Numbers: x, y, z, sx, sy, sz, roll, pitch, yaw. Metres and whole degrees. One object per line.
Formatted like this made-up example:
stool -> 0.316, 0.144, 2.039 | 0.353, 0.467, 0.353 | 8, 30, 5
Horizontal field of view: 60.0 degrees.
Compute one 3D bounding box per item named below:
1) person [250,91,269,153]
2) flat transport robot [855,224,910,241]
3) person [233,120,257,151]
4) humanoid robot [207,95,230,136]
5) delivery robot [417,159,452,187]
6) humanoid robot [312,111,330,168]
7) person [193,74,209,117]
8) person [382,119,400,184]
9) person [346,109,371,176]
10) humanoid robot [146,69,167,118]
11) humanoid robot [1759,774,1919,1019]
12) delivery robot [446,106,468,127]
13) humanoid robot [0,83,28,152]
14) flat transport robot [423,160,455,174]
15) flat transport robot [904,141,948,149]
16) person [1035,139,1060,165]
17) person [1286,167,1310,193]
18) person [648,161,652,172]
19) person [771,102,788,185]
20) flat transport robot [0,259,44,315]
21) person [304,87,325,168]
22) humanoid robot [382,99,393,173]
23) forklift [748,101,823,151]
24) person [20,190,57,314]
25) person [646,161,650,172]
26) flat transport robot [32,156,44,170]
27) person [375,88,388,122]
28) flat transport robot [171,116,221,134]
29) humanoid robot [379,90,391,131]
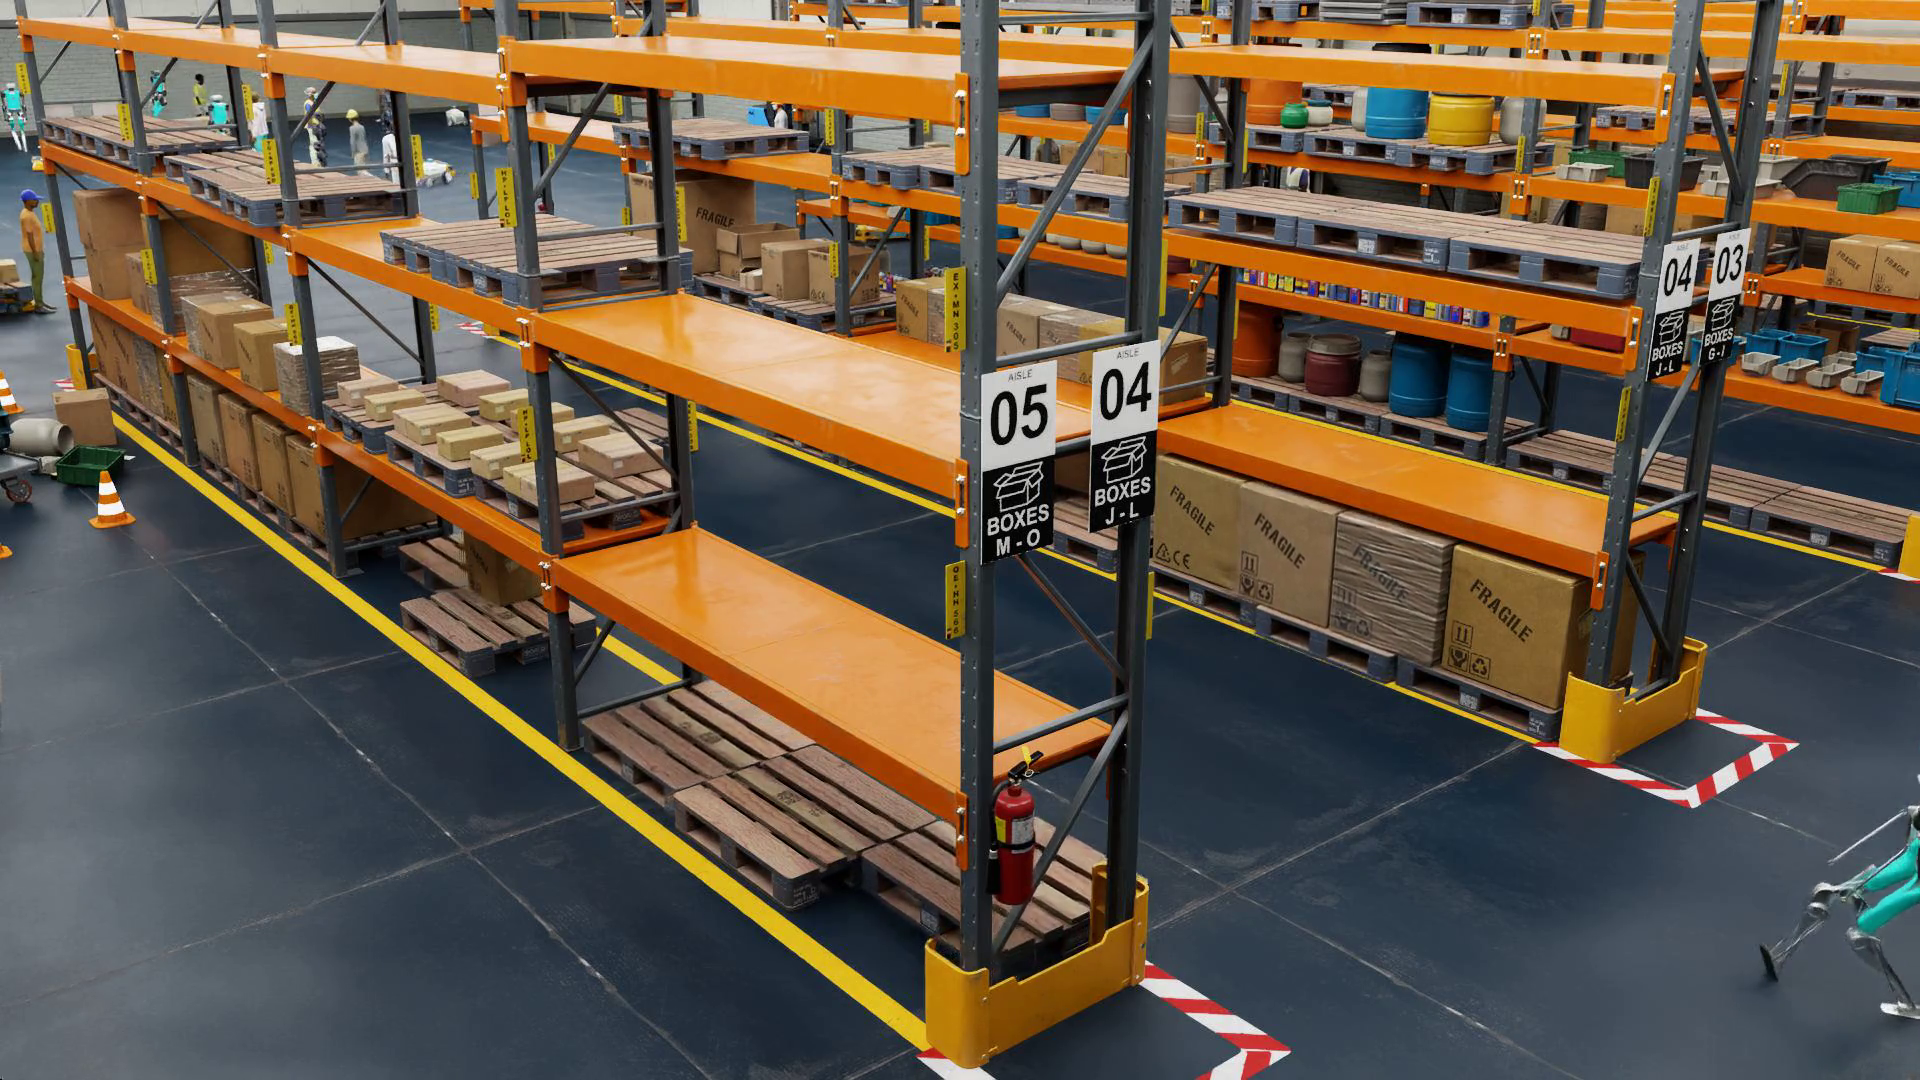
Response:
person -> -15.700, -9.061, 37.271 | 0.352, 1.908, 0.548 | 4, 20, 10
flat transport robot -> -1.235, -5.464, 29.487 | 1.431, 0.231, 0.659 | -3, 20, -9
person -> -18.285, -10.767, 42.283 | 0.935, 1.786, 0.728 | 10, 22, 26
humanoid robot -> -17.151, -9.277, 38.310 | 0.712, 1.909, 0.543 | 11, 22, 29
delivery robot -> -11.523, -8.014, 36.336 | 0.499, 0.610, 0.788 | 7, 21, 19
humanoid robot -> -13.599, -8.303, 35.438 | 0.321, 1.648, 0.598 | -8, 21, -21
person -> -21.191, -12.175, 46.477 | 0.676, 1.659, 0.546 | 4, 20, 12
person -> -10.595, -7.031, 31.523 | 0.587, 1.878, 0.358 | -6, 20, -18
person -> -12.527, -8.127, 34.836 | 0.551, 1.740, 0.544 | 2, 19, 5
humanoid robot -> -22.444, -12.198, 46.332 | 0.530, 1.735, 0.704 | 10, 22, 27
humanoid robot -> 4.224, 1.412, 7.763 | 0.894, 1.796, 0.550 | 7, 21, 19
delivery robot -> -14.847, -12.451, 48.926 | 0.499, 0.585, 0.765 | -12, 23, -31
humanoid robot -> -23.959, -10.666, 42.190 | 0.534, 1.816, 0.826 | -12, 23, -30
flat transport robot -> -12.160, -8.543, 38.251 | 0.659, 0.231, 1.431 | -12, 23, -31
flat transport robot -> -0.750, -7.691, 35.824 | 0.659, 0.231, 1.431 | -8, 21, -21
person -> 1.632, -6.818, 31.083 | 0.537, 1.763, 0.402 | -5, 20, -14
person -> 5.543, -5.556, 27.397 | 0.392, 1.833, 0.565 | -5, 20, -15
person -> -5.075, -5.993, 28.434 | 0.362, 1.964, 0.611 | 6, 20, 15
person -> -3.918, -8.733, 36.358 | 0.381, 1.891, 0.563 | -3, 20, -7
flat transport robot -> -13.653, -3.252, 23.190 | 0.659, 0.231, 1.431 | 18, 26, 41
person -> -14.996, -9.529, 38.610 | 0.402, 1.893, 0.532 | -1, 19, -2
humanoid robot -> -12.999, -9.281, 38.207 | 0.599, 1.655, 0.315 | 4, 20, 12
forklift -> -4.526, -11.368, 42.374 | 1.129, 2.768, 1.873 | -15, 24, -37
person -> -12.860, -4.021, 23.209 | 0.386, 1.711, 0.453 | -7, 21, -20
person -> -6.067, -7.587, 33.323 | 0.471, 1.734, 0.323 | -5, 20, -15
flat transport robot -> -21.565, -8.920, 39.321 | 0.659, 0.231, 1.431 | -10, 22, -26
person -> -17.466, -13.564, 50.132 | 0.479, 1.859, 0.522 | -18, 26, -42
flat transport robot -> -18.932, -9.732, 41.633 | 1.431, 0.231, 0.659 | 4, 20, 13
humanoid robot -> -14.759, -11.023, 43.176 | 0.610, 1.644, 0.368 | -3, 20, -10
